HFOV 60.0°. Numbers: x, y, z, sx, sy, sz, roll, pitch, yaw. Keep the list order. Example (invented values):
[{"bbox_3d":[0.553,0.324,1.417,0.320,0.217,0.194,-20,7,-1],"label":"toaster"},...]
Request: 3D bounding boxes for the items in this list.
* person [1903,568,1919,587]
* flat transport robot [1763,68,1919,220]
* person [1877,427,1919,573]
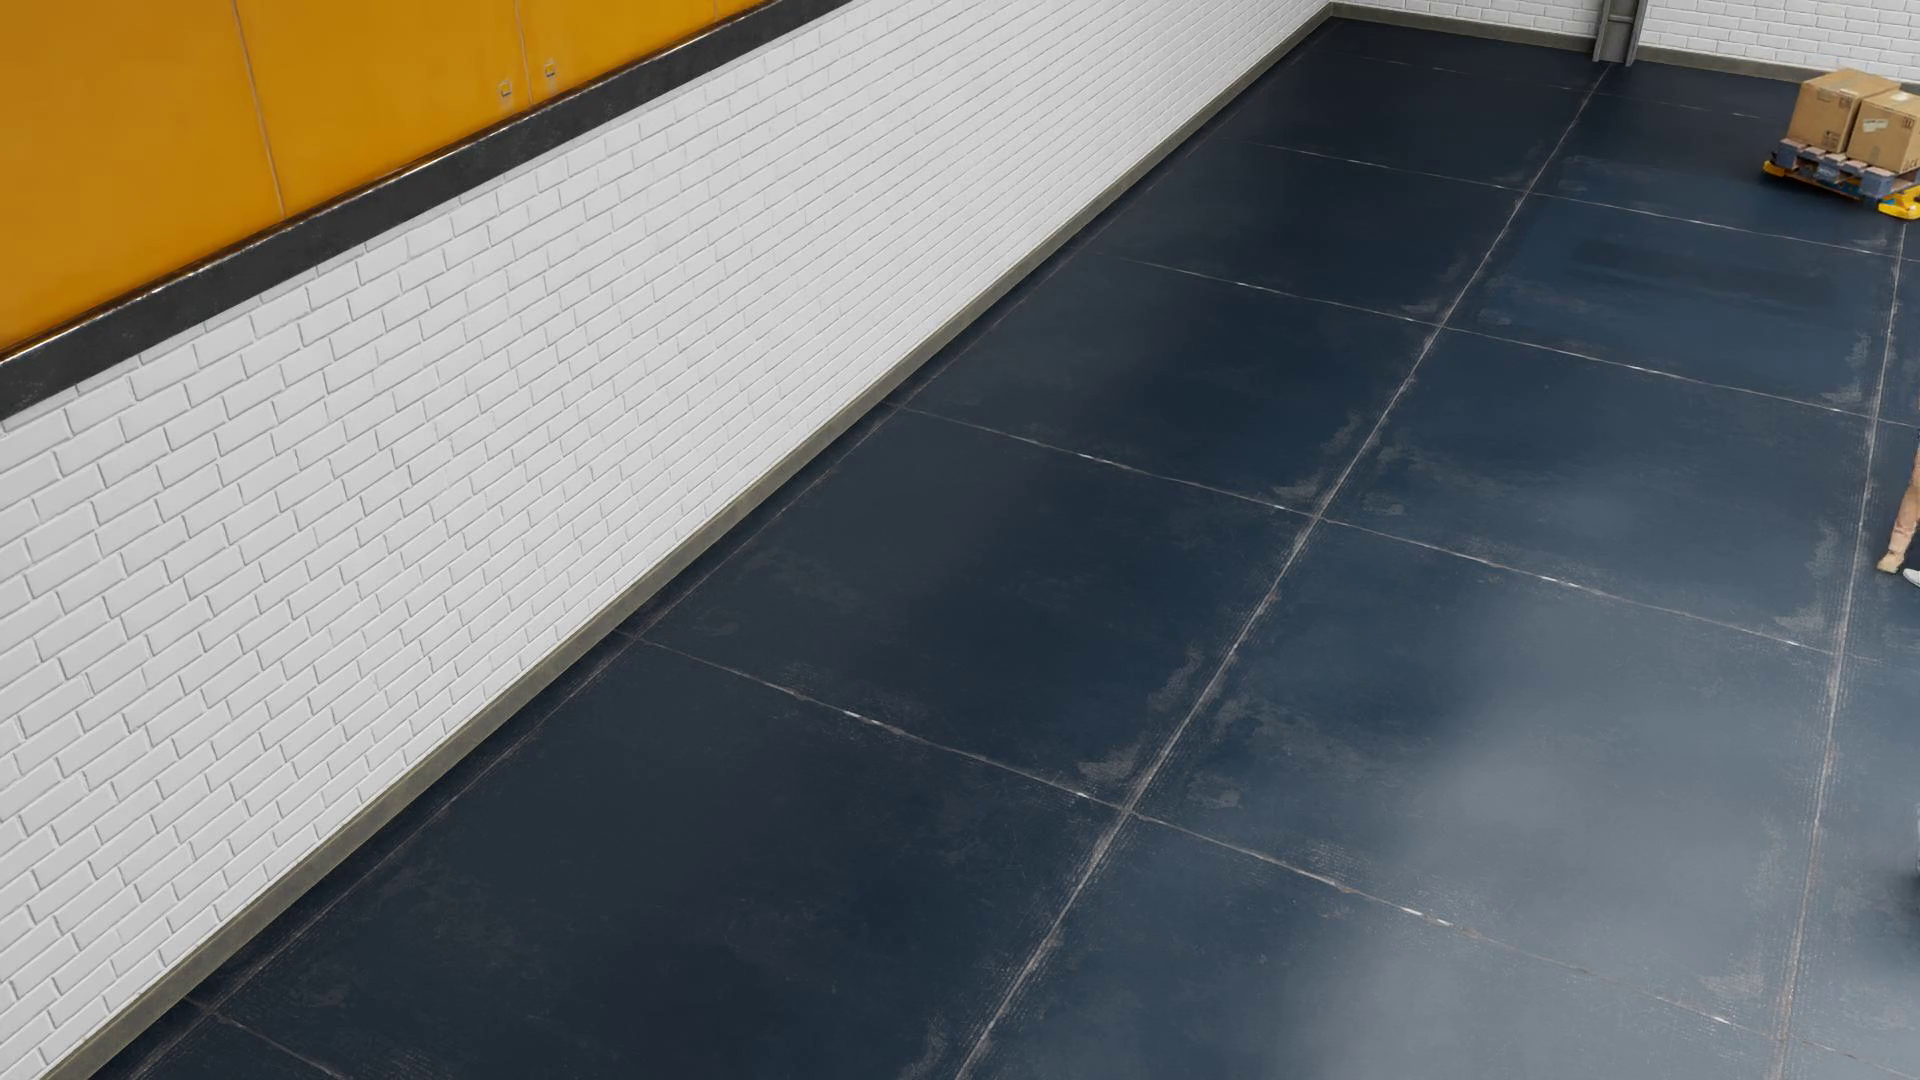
[{"bbox_3d":[5.794,-0.464,9.344,0.486,1.746,0.291,-6,34,-9],"label":"person"},{"bbox_3d":[7.969,-3.208,14.751,0.659,0.231,1.431,-21,39,-28],"label":"flat transport robot"},{"bbox_3d":[5.854,-0.658,9.696,0.481,1.693,0.931,27,42,34],"label":"person"}]
